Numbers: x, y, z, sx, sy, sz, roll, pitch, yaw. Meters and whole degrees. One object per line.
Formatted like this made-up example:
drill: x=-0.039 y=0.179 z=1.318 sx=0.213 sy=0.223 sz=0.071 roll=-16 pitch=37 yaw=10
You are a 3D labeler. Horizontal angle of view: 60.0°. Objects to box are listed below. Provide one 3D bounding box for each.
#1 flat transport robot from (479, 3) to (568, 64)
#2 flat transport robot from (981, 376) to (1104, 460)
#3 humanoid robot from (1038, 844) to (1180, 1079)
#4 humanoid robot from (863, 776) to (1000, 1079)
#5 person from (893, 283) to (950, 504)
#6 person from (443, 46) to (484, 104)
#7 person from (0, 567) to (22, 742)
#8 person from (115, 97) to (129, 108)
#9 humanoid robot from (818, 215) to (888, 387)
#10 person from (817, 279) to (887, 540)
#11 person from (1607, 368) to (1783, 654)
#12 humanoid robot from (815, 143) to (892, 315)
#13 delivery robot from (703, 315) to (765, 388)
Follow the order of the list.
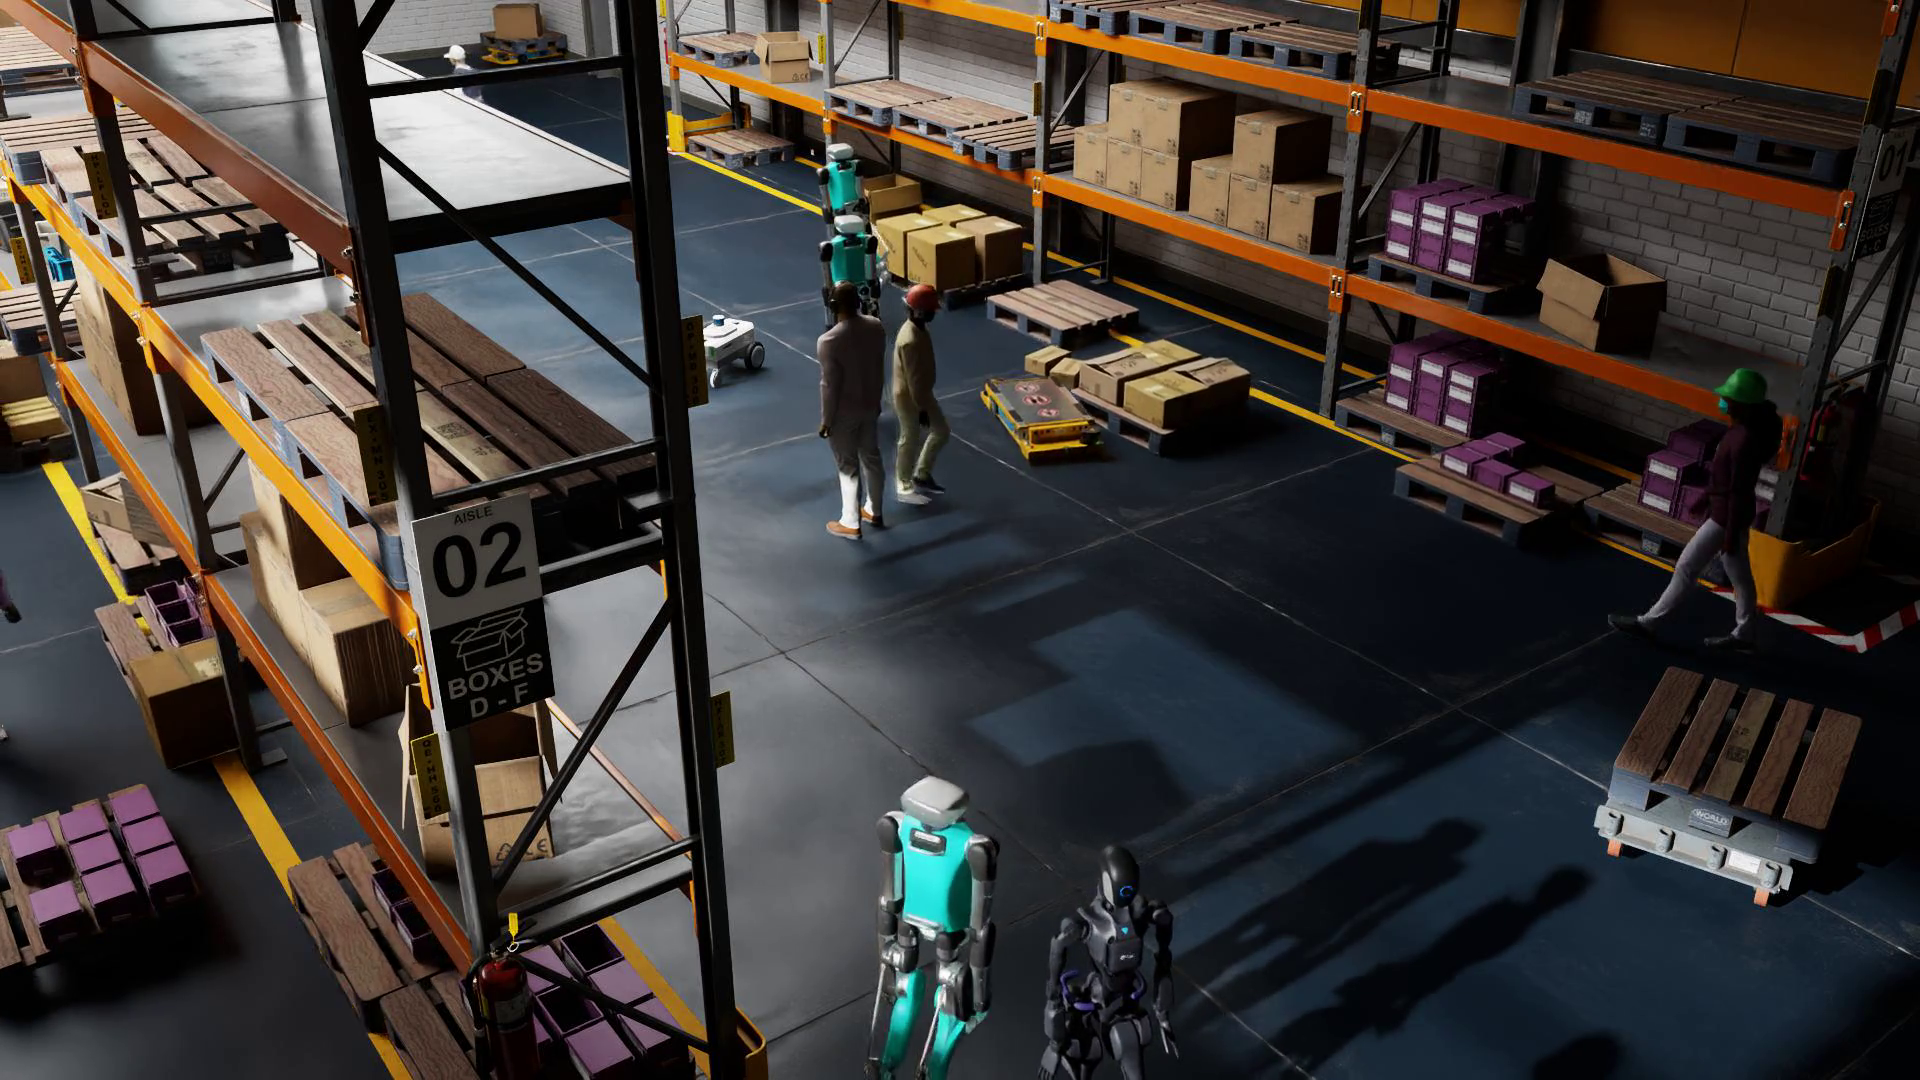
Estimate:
flat transport robot: x=-7.476 y=-8.442 z=28.779 sx=0.659 sy=0.231 sz=1.431 roll=24 pitch=35 yaw=39
flat transport robot: x=0.680 y=-1.058 z=14.092 sx=0.659 sy=0.231 sz=1.431 roll=-7 pitch=28 yaw=-14
humanoid robot: x=0.584 y=1.922 z=6.615 sx=0.590 sy=1.638 sz=0.610 roll=-10 pitch=28 yaw=-19
humanoid robot: x=-0.197 y=1.887 z=6.642 sx=0.593 sy=1.804 sz=0.801 roll=15 pitch=30 yaw=27
person: x=-0.276 y=-1.079 z=12.504 sx=0.474 sy=1.735 sz=0.572 roll=7 pitch=27 yaw=13
person: x=-6.320 y=-5.375 z=21.055 sx=0.876 sy=1.716 sz=0.795 roll=10 pitch=28 yaw=19
person: x=-5.744 y=0.411 z=9.384 sx=0.639 sy=1.875 sz=0.696 roll=23 pitch=34 yaw=37
person: x=-10.697 y=-5.383 z=20.815 sx=0.639 sy=1.959 sz=0.436 roll=-24 pitch=35 yaw=-39
humanoid robot: x=-0.801 y=-1.753 z=13.864 sx=0.530 sy=1.814 sz=0.716 roll=-16 pitch=31 yaw=-29
person: x=-0.782 y=-0.935 z=11.995 sx=0.371 sy=1.936 sz=0.628 roll=21 pitch=33 yaw=35
person: x=4.747 y=-0.164 z=10.525 sx=0.973 sy=1.871 sz=0.488 roll=14 pitch=30 yaw=26
humanoid robot: x=-0.976 y=-2.900 z=16.150 sx=0.547 sy=1.792 sz=0.835 roll=-21 pitch=33 yaw=-35
delivery robot: x=-2.175 y=-1.756 z=15.155 sx=0.499 sy=0.589 sz=0.782 roll=13 pitch=29 yaw=24
